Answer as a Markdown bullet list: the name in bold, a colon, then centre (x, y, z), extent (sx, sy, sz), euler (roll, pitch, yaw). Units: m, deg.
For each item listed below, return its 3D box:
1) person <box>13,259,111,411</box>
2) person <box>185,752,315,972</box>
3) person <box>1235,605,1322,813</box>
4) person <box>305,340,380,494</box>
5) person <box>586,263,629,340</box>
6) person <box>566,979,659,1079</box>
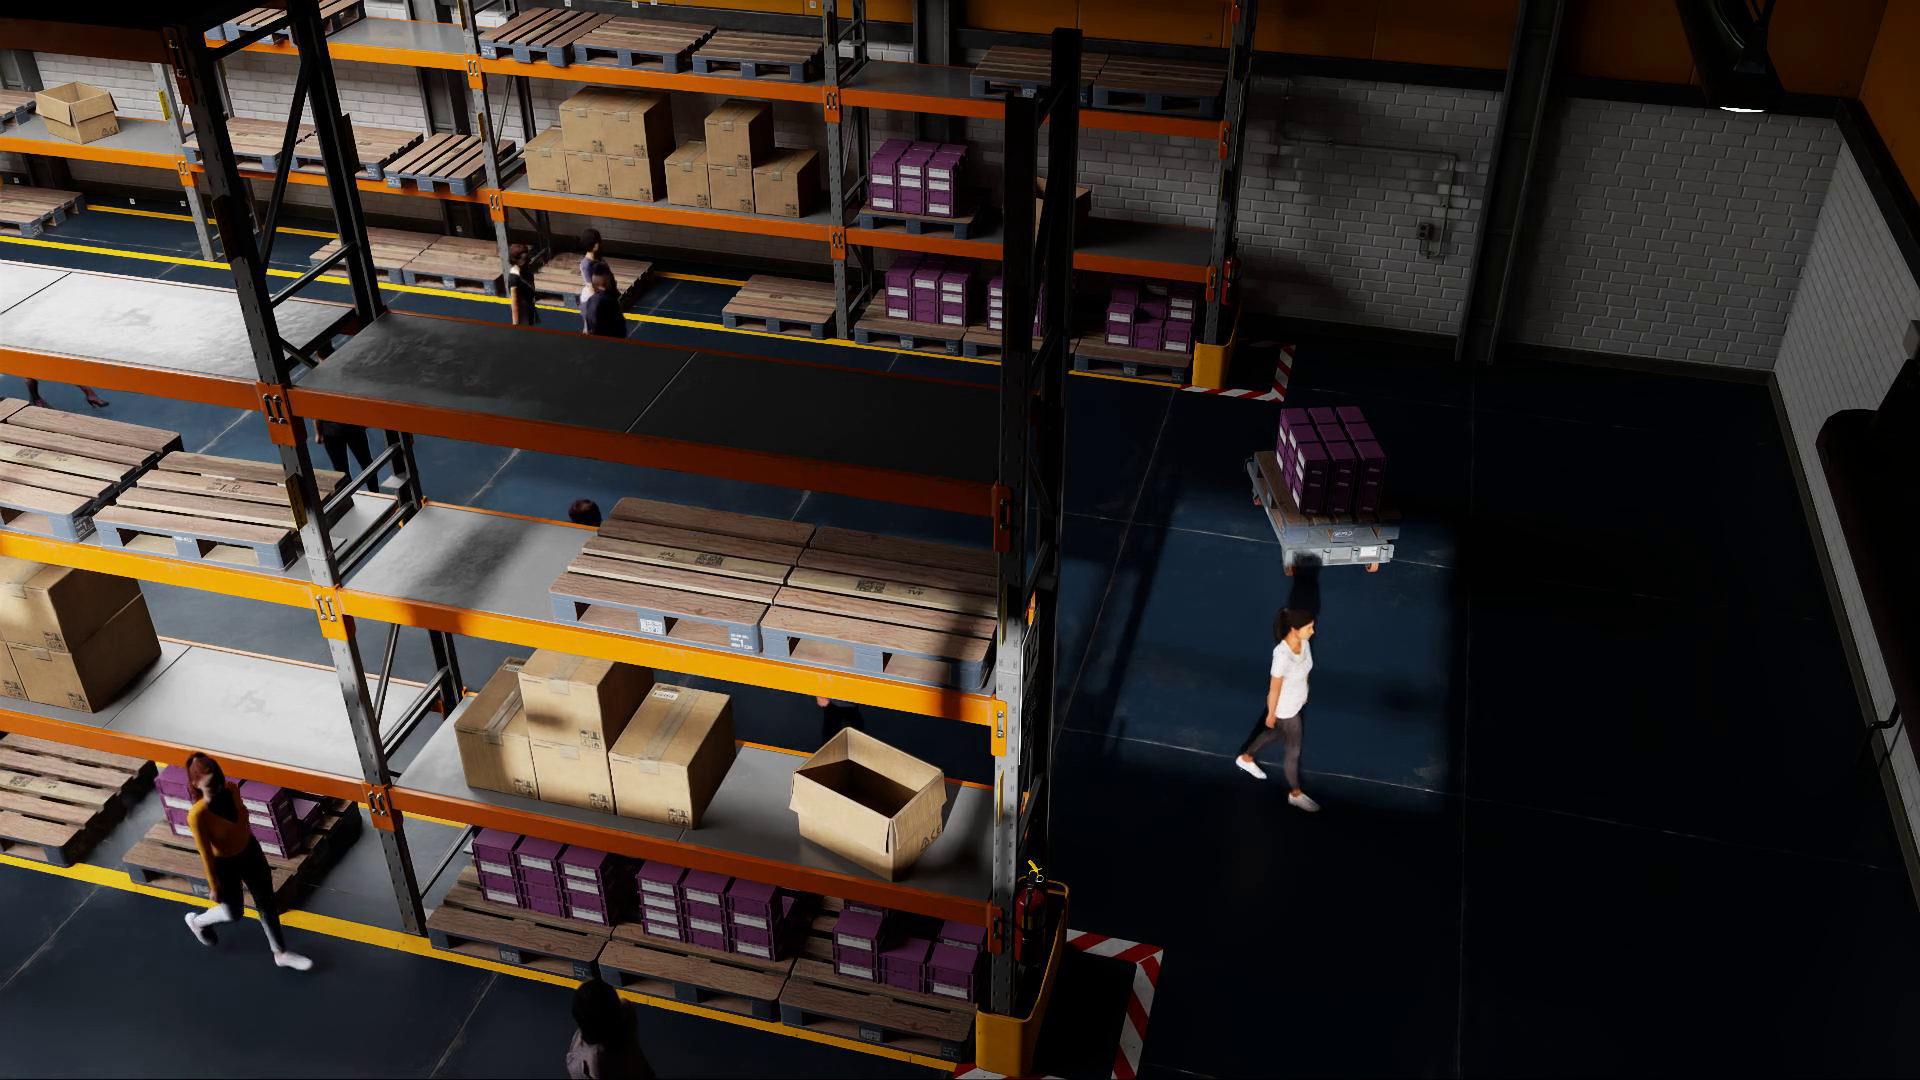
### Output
- **person**: centre (-9.153, -1.960, 16.373), extent (1.069, 1.657, 0.642), euler (5, 34, 8)
- **person**: centre (-4.580, 2.013, 10.332), extent (1.068, 1.727, 0.585), euler (9, 35, 13)
- **person**: centre (2.245, 1.129, 11.759), extent (1.025, 1.620, 0.781), euler (20, 38, 27)
- **person**: centre (-5.531, -1.019, 14.861), extent (0.719, 1.763, 0.728), euler (-26, 41, -33)
- **person**: centre (-3.430, -1.770, 15.915), extent (0.922, 1.847, 0.849), euler (2, 34, 3)
- **person**: centre (-1.846, 2.966, 9.004), extent (0.644, 1.610, 0.624), euler (8, 34, 12)
